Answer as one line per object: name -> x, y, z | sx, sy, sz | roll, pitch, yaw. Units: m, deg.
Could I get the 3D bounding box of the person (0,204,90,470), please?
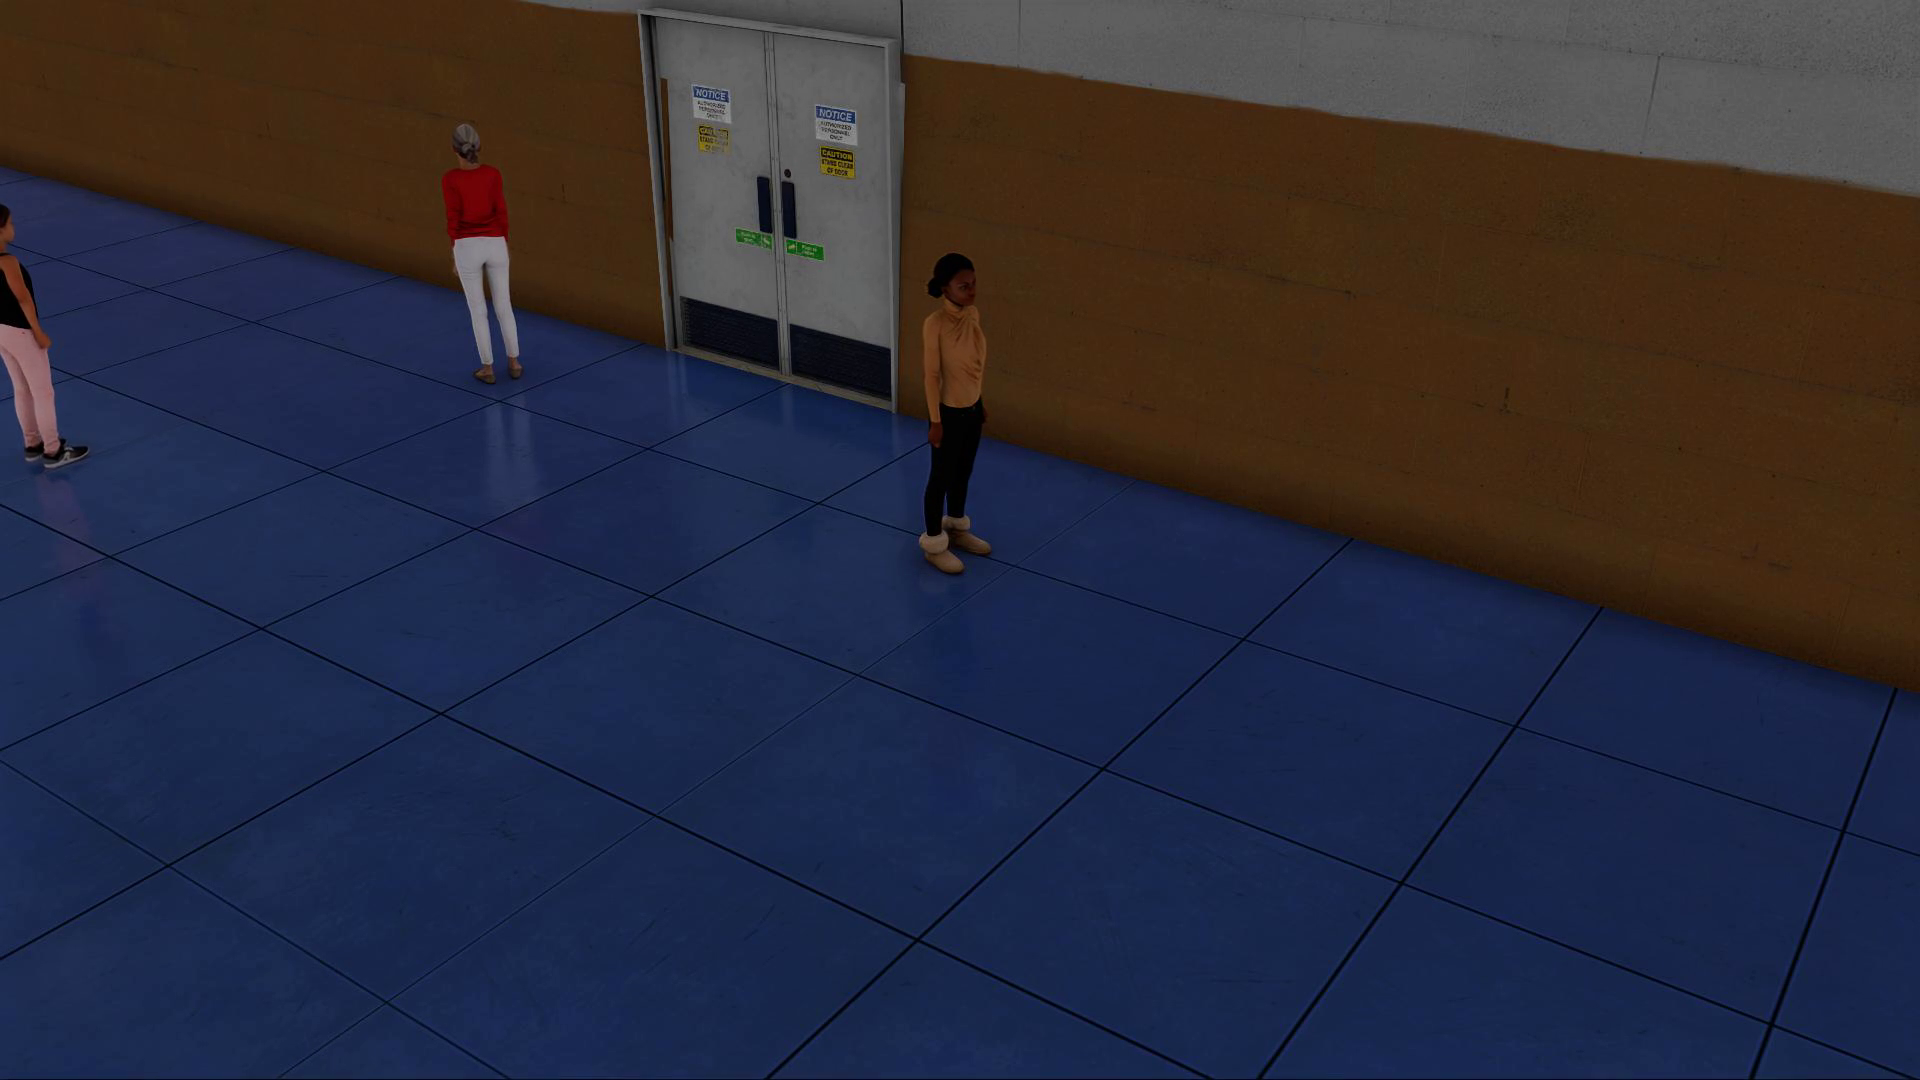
person -> -5.436, -1.175, 9.596 | 0.526, 1.563, 0.525 | 15, 31, 27

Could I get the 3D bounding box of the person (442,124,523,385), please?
person -> -3.103, -1.849, 10.782 | 0.591, 1.693, 0.694 | -15, 30, -27

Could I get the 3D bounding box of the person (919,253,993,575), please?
person -> -0.028, -0.660, 8.474 | 0.655, 1.660, 0.467 | 18, 32, 31
